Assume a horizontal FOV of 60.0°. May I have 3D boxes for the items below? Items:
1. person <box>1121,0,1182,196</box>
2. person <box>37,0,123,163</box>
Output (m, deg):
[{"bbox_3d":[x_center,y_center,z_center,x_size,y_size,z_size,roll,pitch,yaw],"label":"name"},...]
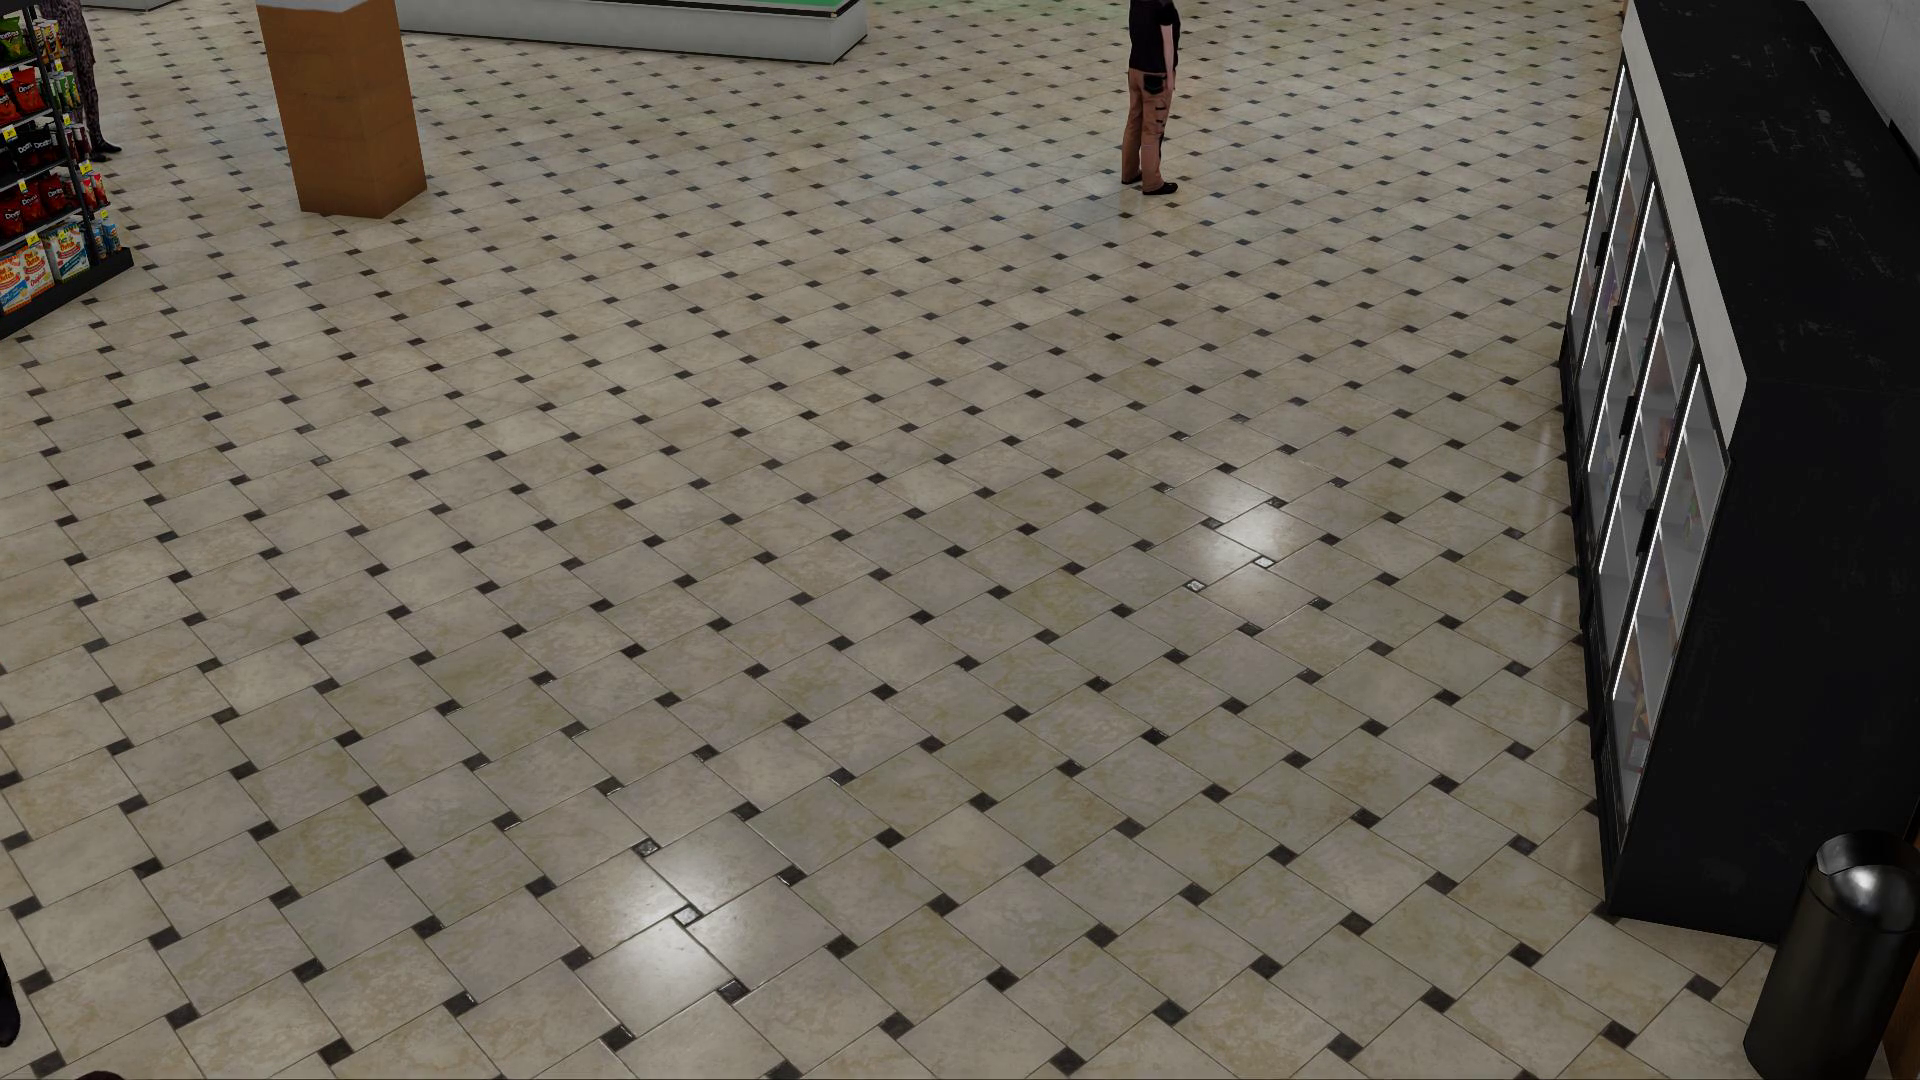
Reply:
[{"bbox_3d":[1.461,-3.614,12.823,0.819,1.842,0.766,-16,35,-24],"label":"person"},{"bbox_3d":[-7.202,-3.925,13.444,0.543,1.715,0.547,8,33,13],"label":"person"}]
